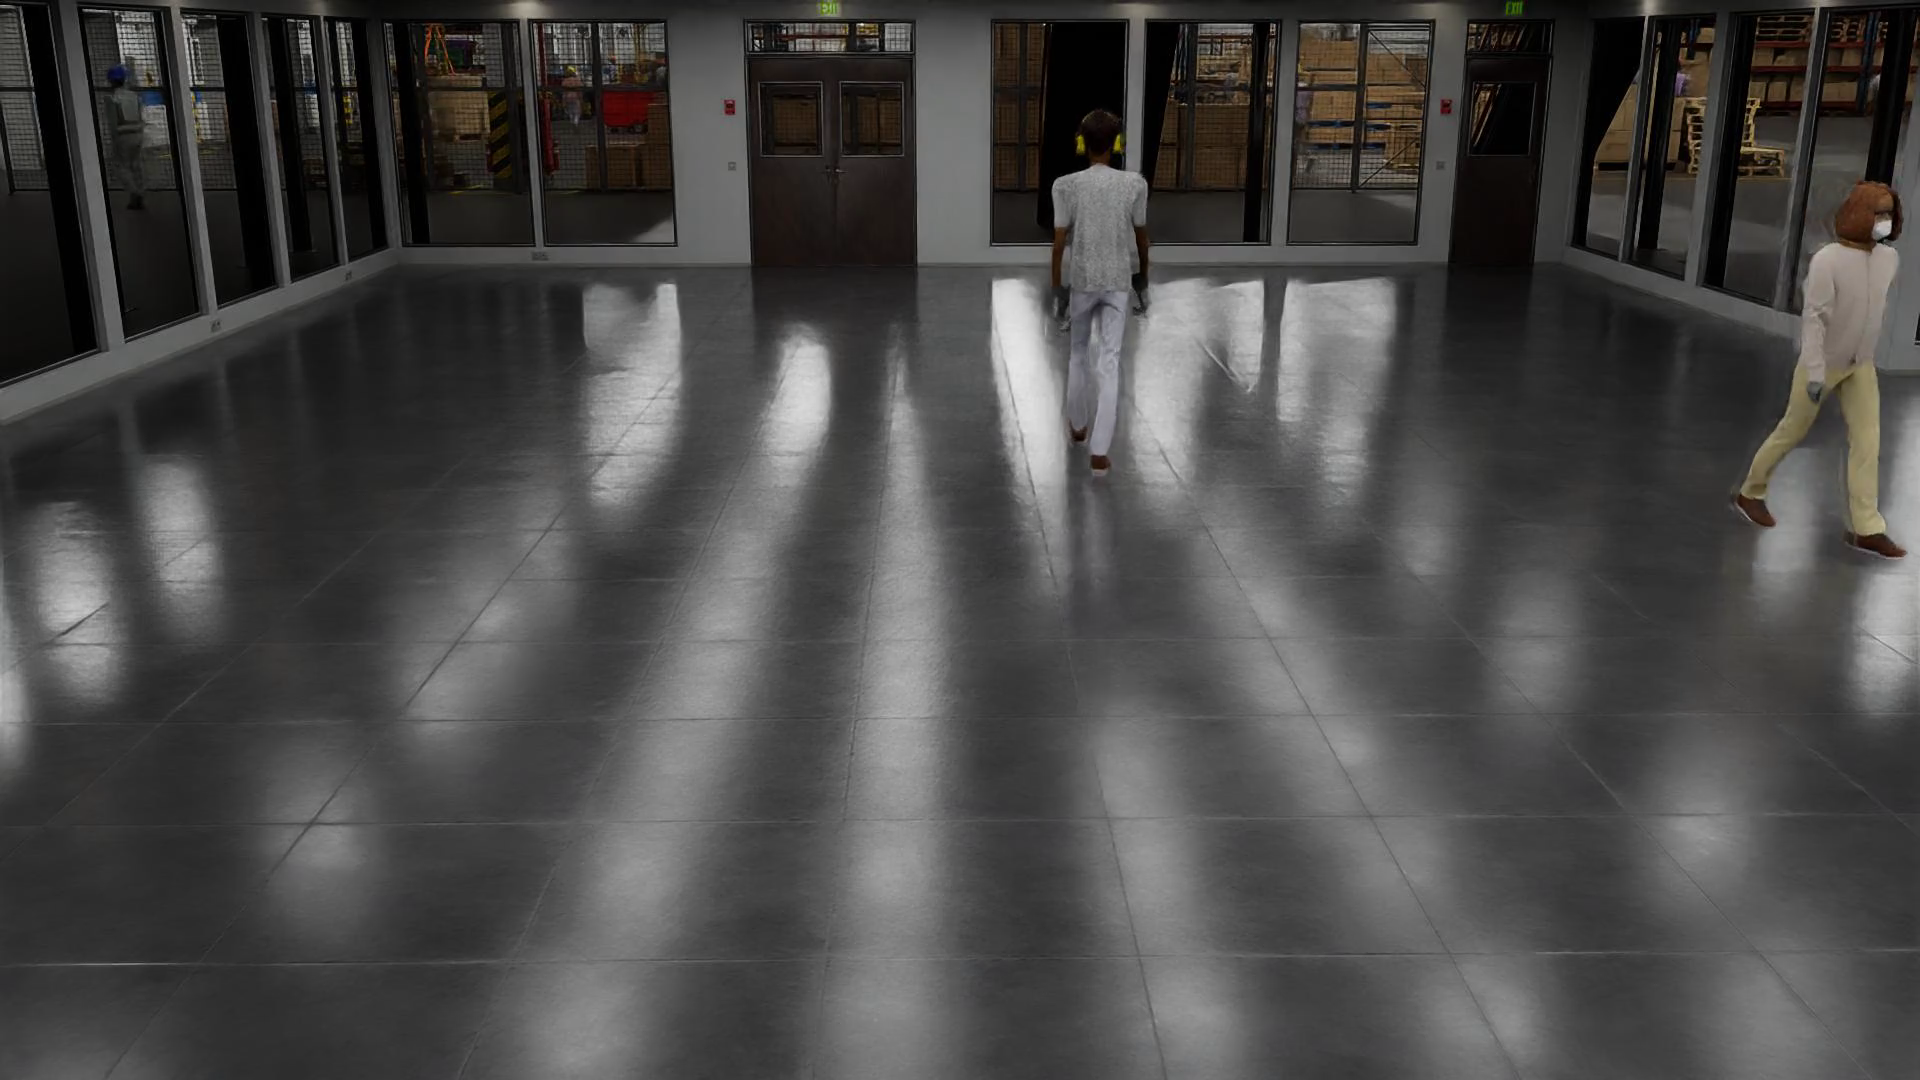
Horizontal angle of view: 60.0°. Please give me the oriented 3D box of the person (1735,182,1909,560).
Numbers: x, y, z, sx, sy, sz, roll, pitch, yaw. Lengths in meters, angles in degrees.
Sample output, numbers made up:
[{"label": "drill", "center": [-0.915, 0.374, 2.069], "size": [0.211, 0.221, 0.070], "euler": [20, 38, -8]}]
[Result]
[{"label": "person", "center": [3.829, -0.766, 7.279], "size": [0.508, 1.584, 0.862], "euler": [-5, 17, -17]}]

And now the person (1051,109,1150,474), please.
[{"label": "person", "center": [0.736, -1.312, 8.727], "size": [0.519, 1.823, 0.968], "euler": [2, 16, 6]}]
